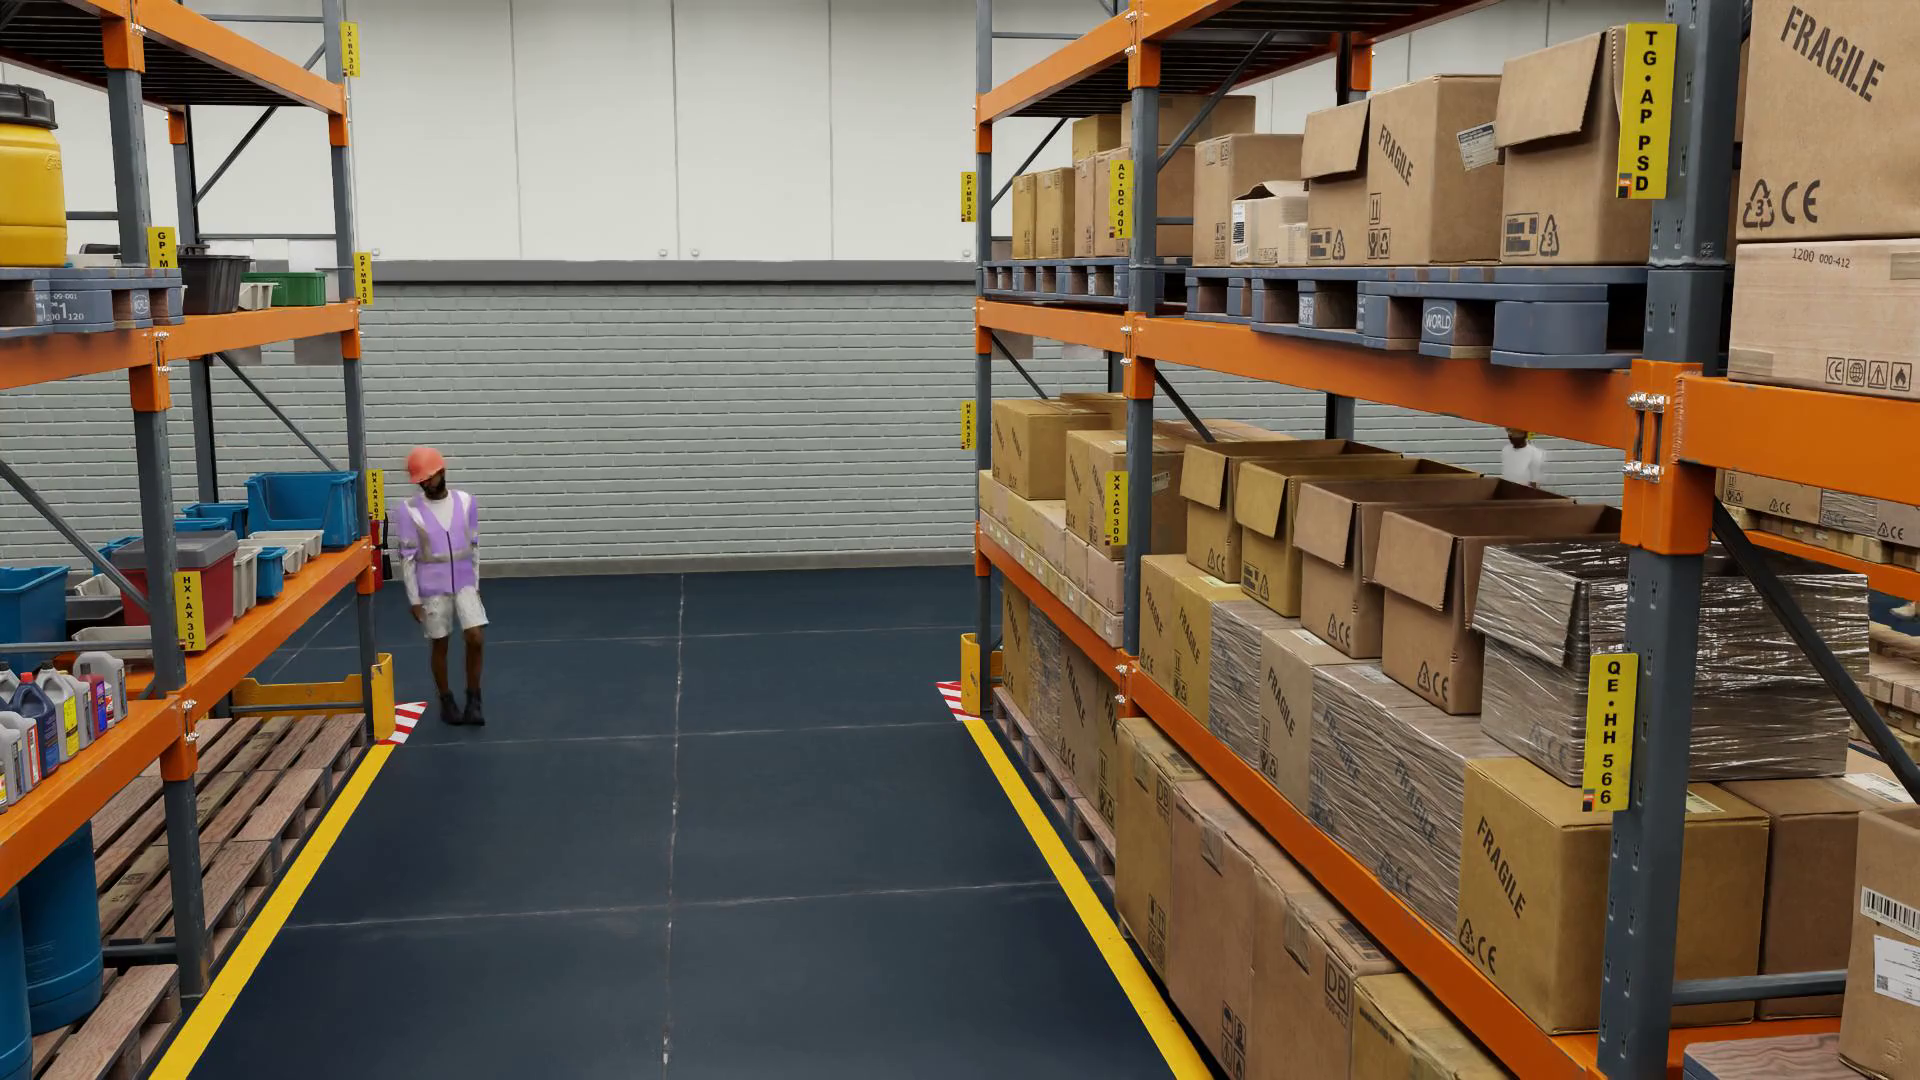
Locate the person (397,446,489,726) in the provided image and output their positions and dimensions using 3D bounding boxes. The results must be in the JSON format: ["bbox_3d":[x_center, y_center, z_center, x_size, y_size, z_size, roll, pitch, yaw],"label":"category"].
[{"bbox_3d":[-3.373,0.328,10.911,0.555,1.894,0.677,-7,11,-36],"label":"person"}]

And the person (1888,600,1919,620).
[{"bbox_3d":[8.400,-0.302,14.465,0.909,2.009,0.618,-2,9,-12],"label":"person"}]

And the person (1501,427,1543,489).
[{"bbox_3d":[4.790,-0.199,14.350,0.411,1.843,0.517,-4,10,-24],"label":"person"}]

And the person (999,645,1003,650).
[{"bbox_3d":[0.509,0.104,13.075,0.307,1.645,0.514,-3,10,-16],"label":"person"}]
